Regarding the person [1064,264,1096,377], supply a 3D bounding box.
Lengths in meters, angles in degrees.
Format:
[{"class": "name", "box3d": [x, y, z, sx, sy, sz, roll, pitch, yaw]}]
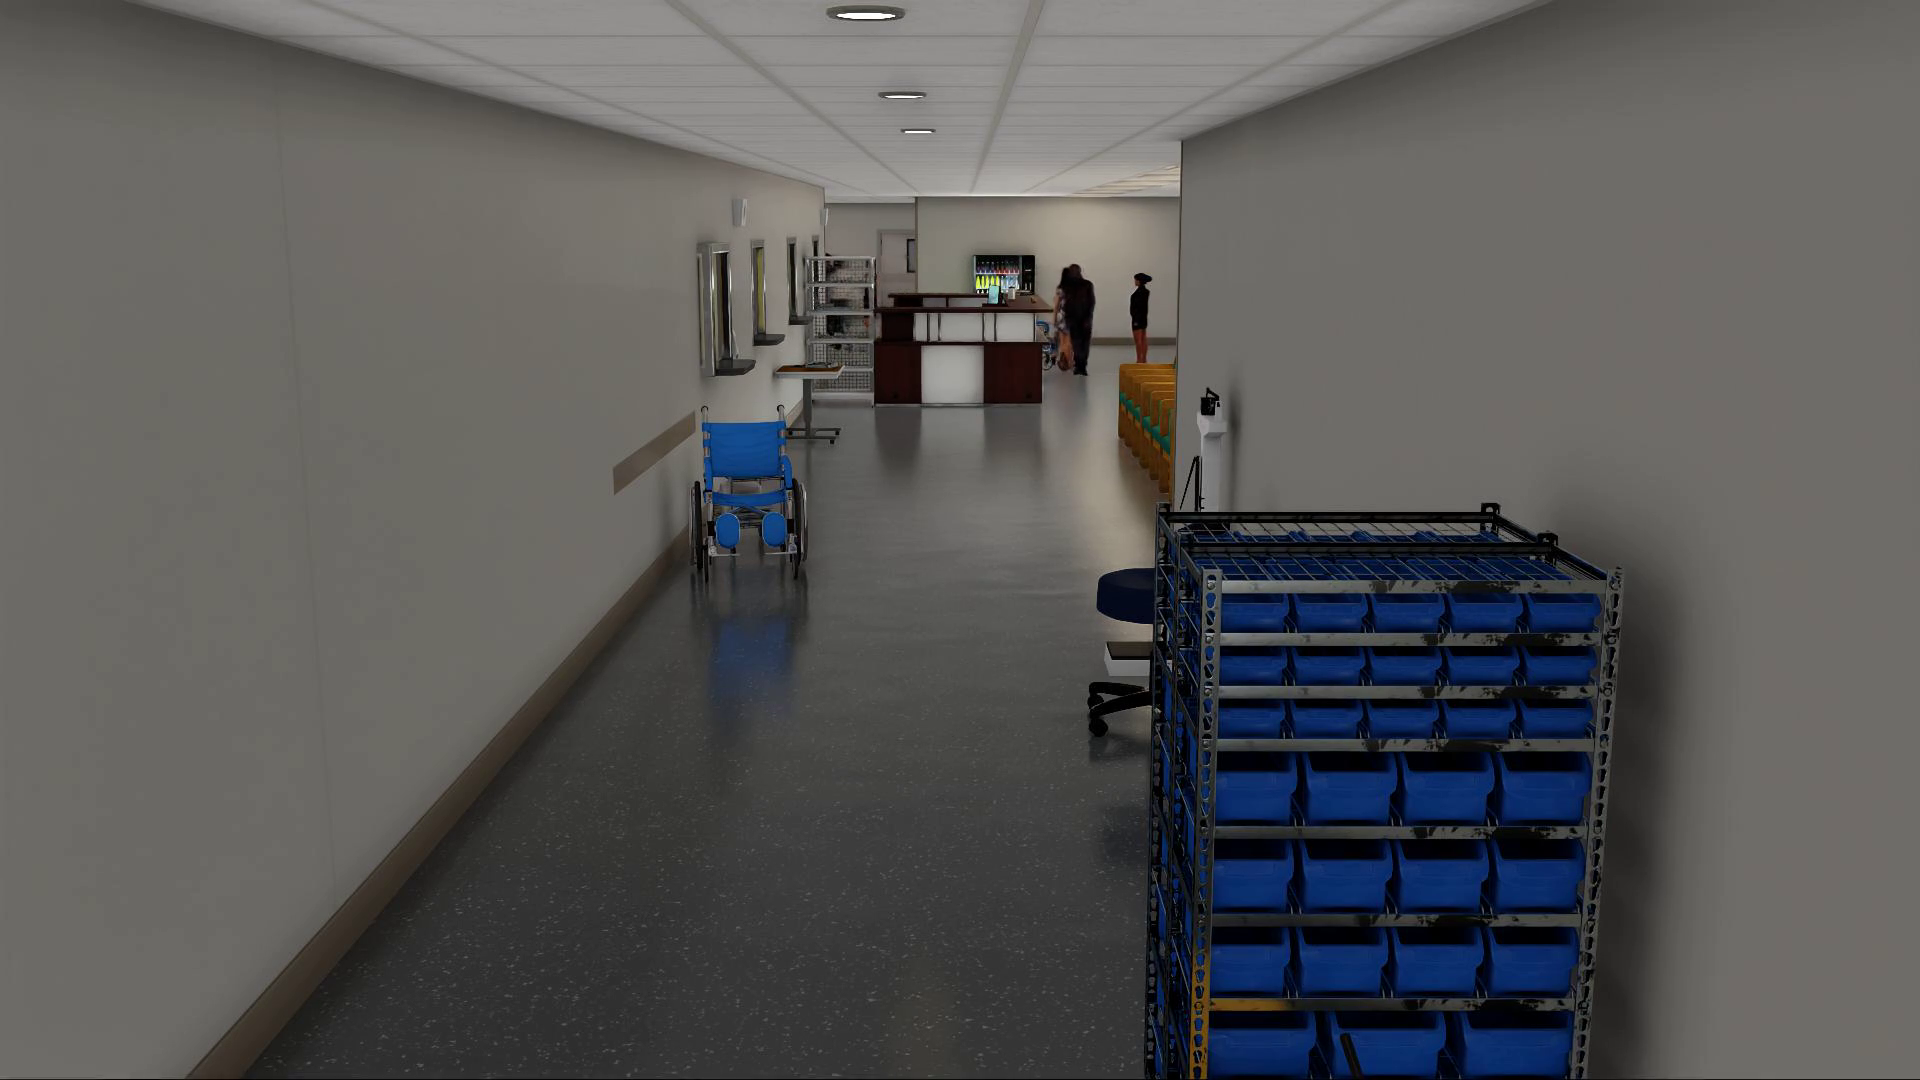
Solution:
[{"class": "person", "box3d": [1.979, -3.603, 27.187, 0.880, 1.809, 0.880, 2, 11, 12]}]

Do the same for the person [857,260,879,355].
[{"class": "person", "box3d": [-1.627, -4.382, 31.256, 0.701, 1.823, 0.678, 4, 11, 20]}]

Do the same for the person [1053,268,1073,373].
[{"class": "person", "box3d": [1.759, -3.626, 27.569, 0.977, 1.711, 0.884, 4, 11, 19]}]

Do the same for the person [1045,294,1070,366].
[{"class": "person", "box3d": [1.778, -3.611, 28.732, 0.873, 1.249, 0.857, -7, 13, -32]}]

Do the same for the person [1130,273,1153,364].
[{"class": "person", "box3d": [3.038, -3.674, 28.024, 0.740, 1.637, 0.689, 6, 12, 29]}]

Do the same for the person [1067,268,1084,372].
[{"class": "person", "box3d": [1.884, -3.714, 27.961, 0.866, 1.738, 0.864, -5, 12, -24]}]

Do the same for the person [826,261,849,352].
[{"class": "person", "box3d": [-2.381, -4.582, 32.382, 0.820, 1.795, 0.896, -5, 12, -25]}]
